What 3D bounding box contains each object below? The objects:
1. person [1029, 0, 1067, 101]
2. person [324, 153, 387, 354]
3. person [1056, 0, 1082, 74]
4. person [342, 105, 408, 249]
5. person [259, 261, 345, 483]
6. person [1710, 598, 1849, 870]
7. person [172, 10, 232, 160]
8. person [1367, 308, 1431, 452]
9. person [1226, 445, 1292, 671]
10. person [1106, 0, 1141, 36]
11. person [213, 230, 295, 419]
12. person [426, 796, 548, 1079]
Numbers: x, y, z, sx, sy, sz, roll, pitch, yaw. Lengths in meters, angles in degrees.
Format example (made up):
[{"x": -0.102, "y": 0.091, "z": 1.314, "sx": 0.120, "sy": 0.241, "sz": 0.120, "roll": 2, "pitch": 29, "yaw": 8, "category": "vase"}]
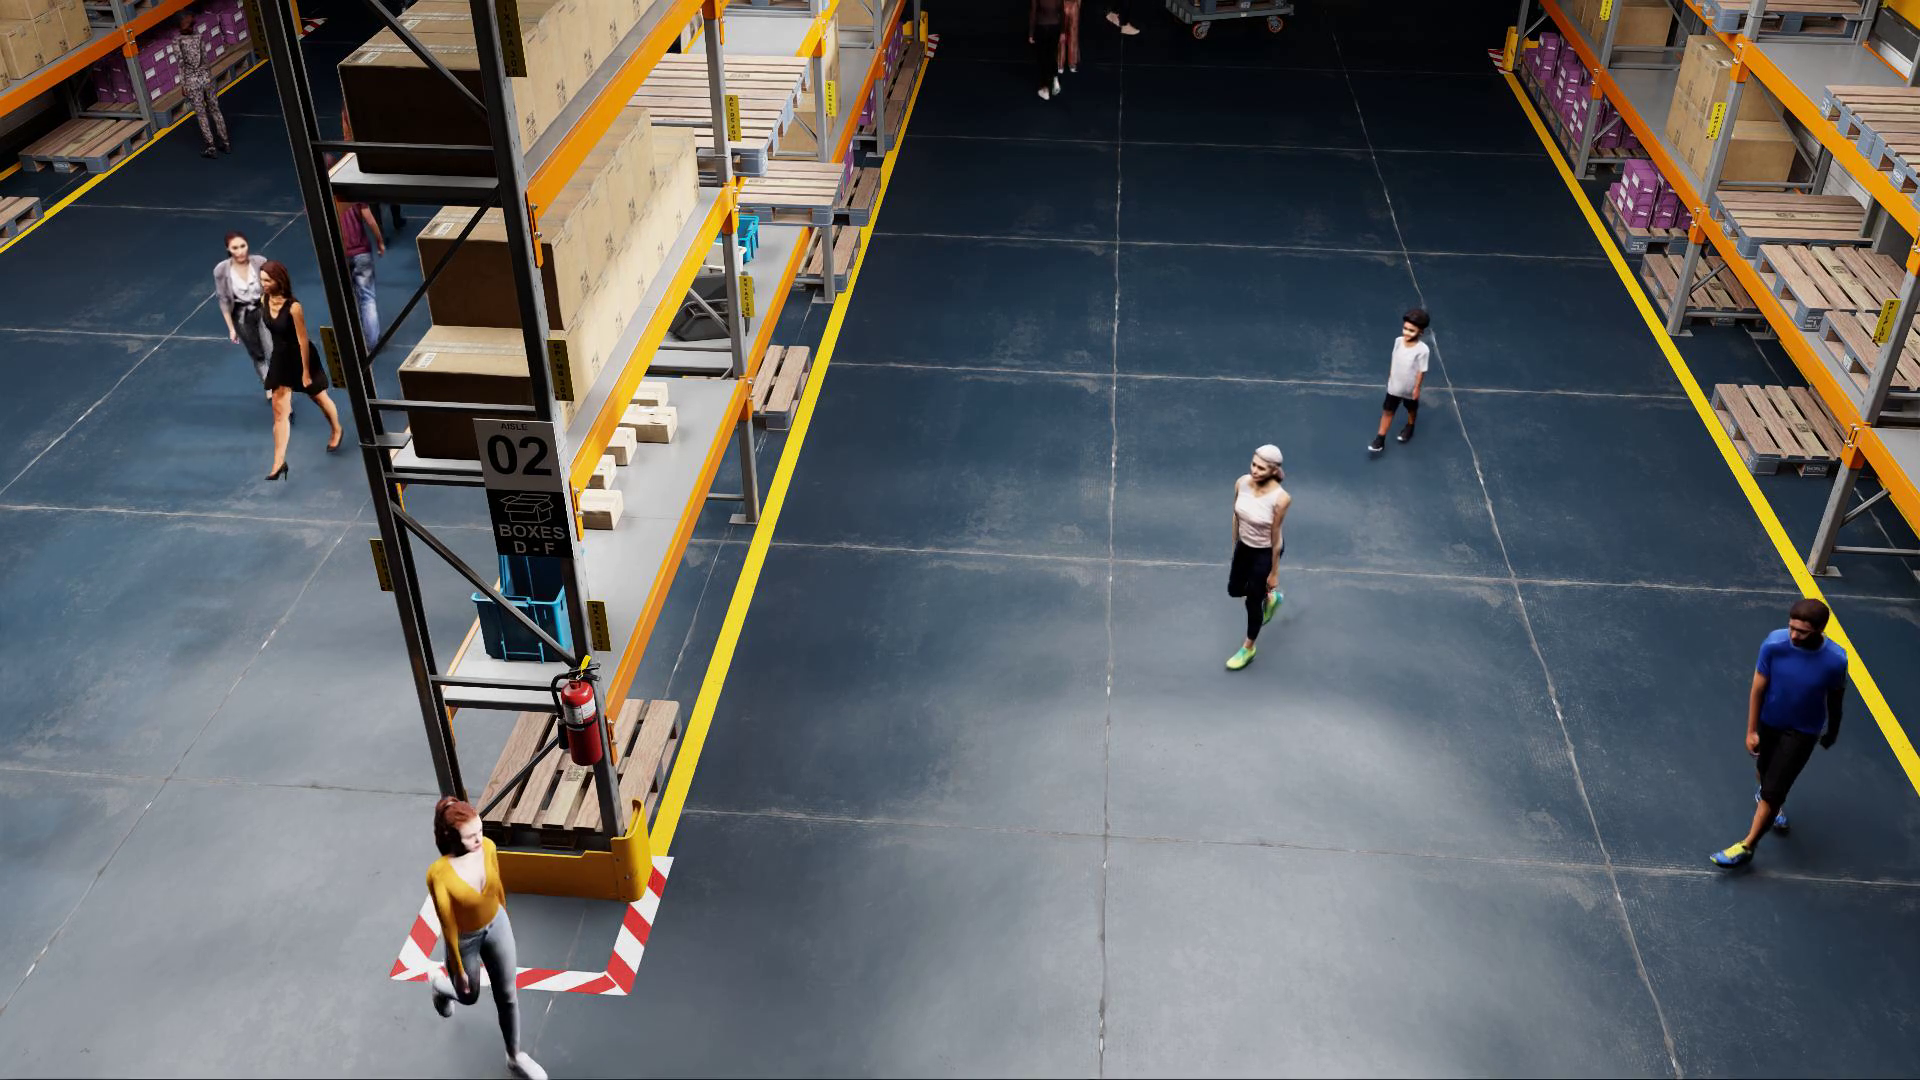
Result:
[{"x": 1.138, "y": -6.341, "z": 20.872, "sx": 0.770, "sy": 1.689, "sz": 0.821, "roll": -13, "pitch": 36, "yaw": -18, "category": "person"}, {"x": -5.528, "y": -2.551, "z": 15.065, "sx": 0.934, "sy": 1.804, "sz": 1.153, "roll": -7, "pitch": 34, "yaw": -10, "category": "person"}, {"x": 1.436, "y": -6.974, "z": 21.941, "sx": 0.628, "sy": 1.561, "sz": 0.636, "roll": -10, "pitch": 35, "yaw": -14, "category": "person"}, {"x": -6.057, "y": -3.823, "z": 17.076, "sx": 0.783, "sy": 1.698, "sz": 0.936, "roll": -2, "pitch": 34, "yaw": -3, "category": "person"}, {"x": -5.247, "y": -1.402, "z": 13.348, "sx": 0.832, "sy": 1.793, "sz": 1.196, "roll": 13, "pitch": 36, "yaw": 19, "category": "person"}, {"x": 4.842, "y": 1.048, "z": 9.644, "sx": 1.054, "sy": 1.812, "sz": 1.167, "roll": 21, "pitch": 39, "yaw": 29, "category": "person"}, {"x": -8.815, "y": -5.286, "z": 19.264, "sx": 0.735, "sy": 1.713, "sz": 0.646, "roll": 20, "pitch": 38, "yaw": 27, "category": "person"}, {"x": 3.727, "y": -1.337, "z": 13.764, "sx": 0.805, "sy": 1.224, "sz": 0.925, "roll": 27, "pitch": 42, "yaw": 34, "category": "person"}, {"x": 2.068, "y": 0.073, "z": 11.225, "sx": 0.973, "sy": 1.687, "sz": 0.911, "roll": -26, "pitch": 41, "yaw": -33, "category": "person"}, {"x": 2.318, "y": -8.059, "z": 23.351, "sx": 0.843, "sy": 1.807, "sz": 0.839, "roll": 13, "pitch": 36, "yaw": 19, "category": "person"}, {"x": -6.047, "y": -1.904, "z": 14.232, "sx": 0.862, "sy": 1.649, "sz": 1.006, "roll": -13, "pitch": 36, "yaw": -19, "category": "person"}, {"x": -2.481, "y": 1.977, "z": 8.327, "sx": 1.029, "sy": 1.723, "sz": 1.097, "roll": 23, "pitch": 40, "yaw": 31, "category": "person"}]
